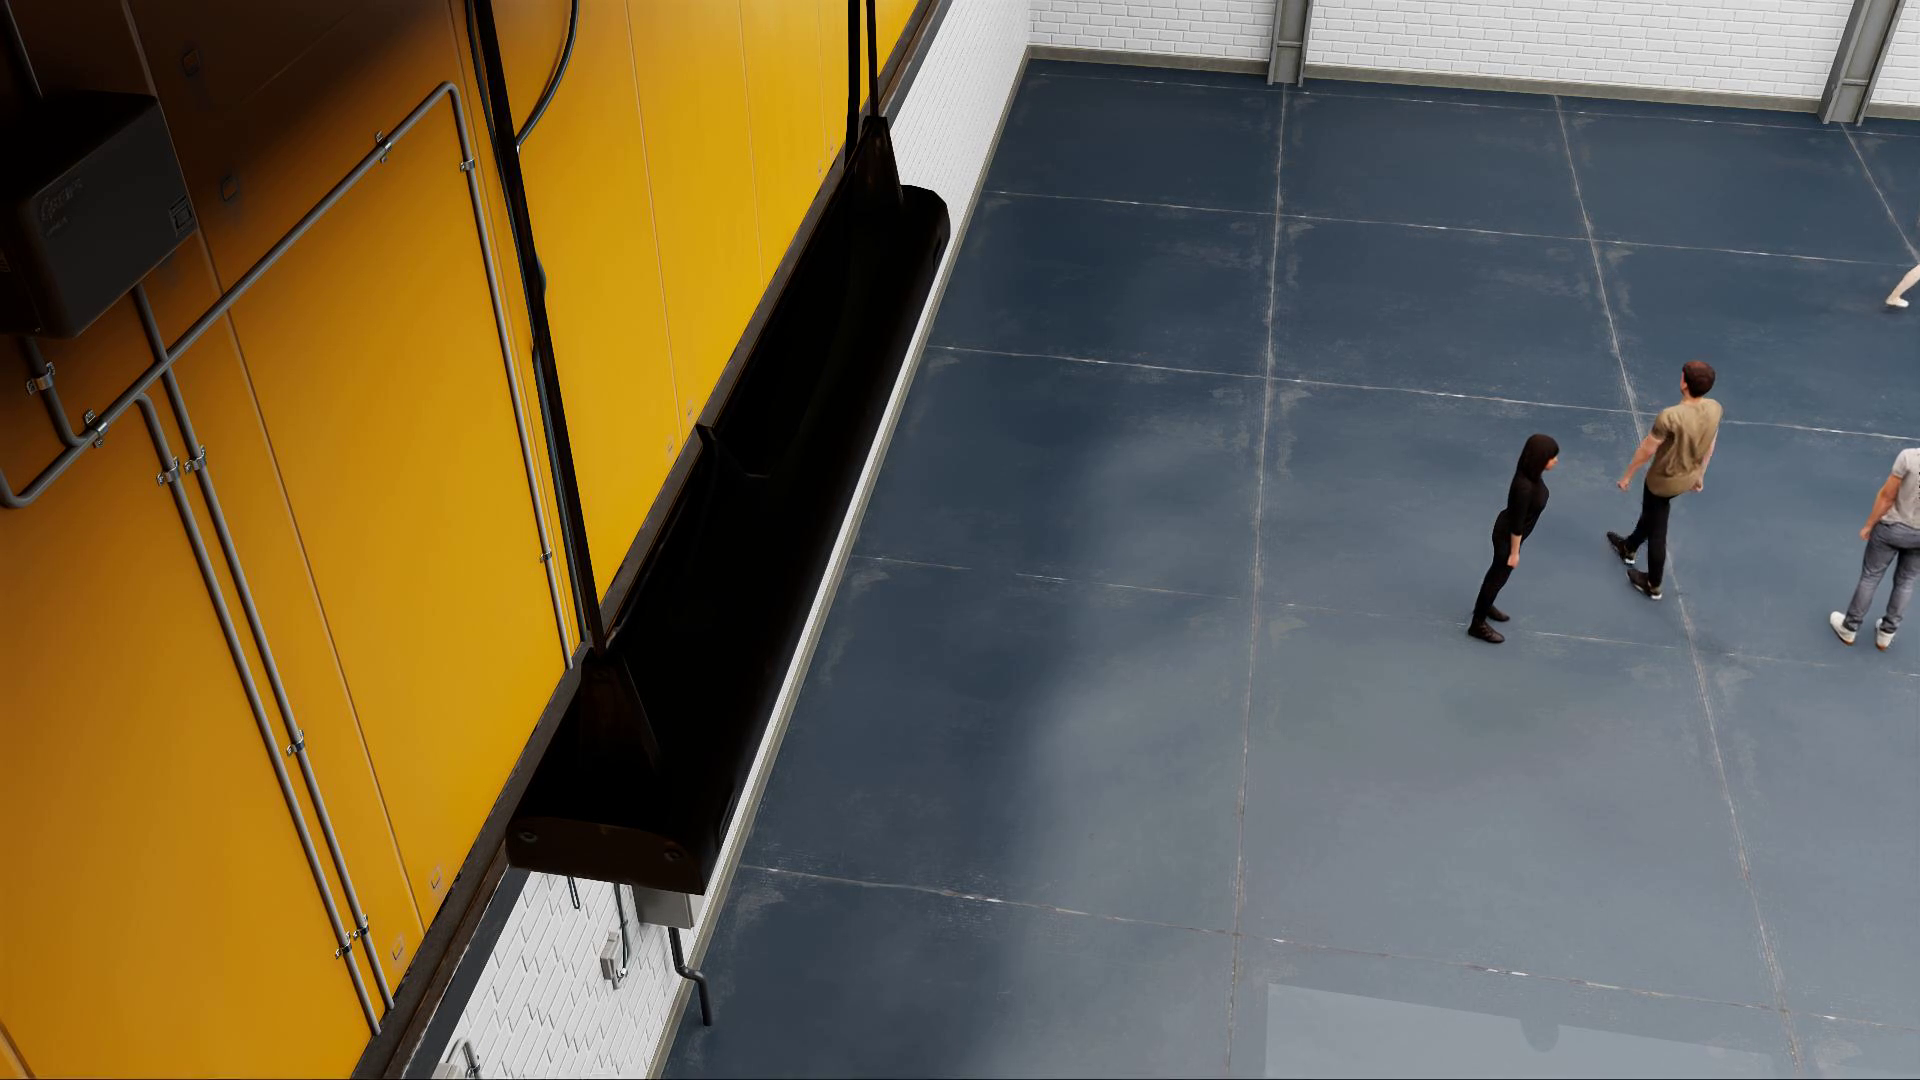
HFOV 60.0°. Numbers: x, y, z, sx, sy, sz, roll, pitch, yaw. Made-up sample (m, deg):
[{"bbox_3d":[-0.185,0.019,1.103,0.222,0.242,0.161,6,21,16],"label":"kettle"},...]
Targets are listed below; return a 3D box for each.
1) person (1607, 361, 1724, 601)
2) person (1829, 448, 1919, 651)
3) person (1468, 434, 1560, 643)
[{"bbox_3d":[4.929,-0.362,11.420,1.010,1.834,1.019,-14,41,-17],"label":"person"},{"bbox_3d":[6.282,-0.081,11.018,0.479,1.896,0.709,8,39,10],"label":"person"},{"bbox_3d":[3.695,-0.038,11.171,0.559,1.638,0.589,13,40,16],"label":"person"}]
